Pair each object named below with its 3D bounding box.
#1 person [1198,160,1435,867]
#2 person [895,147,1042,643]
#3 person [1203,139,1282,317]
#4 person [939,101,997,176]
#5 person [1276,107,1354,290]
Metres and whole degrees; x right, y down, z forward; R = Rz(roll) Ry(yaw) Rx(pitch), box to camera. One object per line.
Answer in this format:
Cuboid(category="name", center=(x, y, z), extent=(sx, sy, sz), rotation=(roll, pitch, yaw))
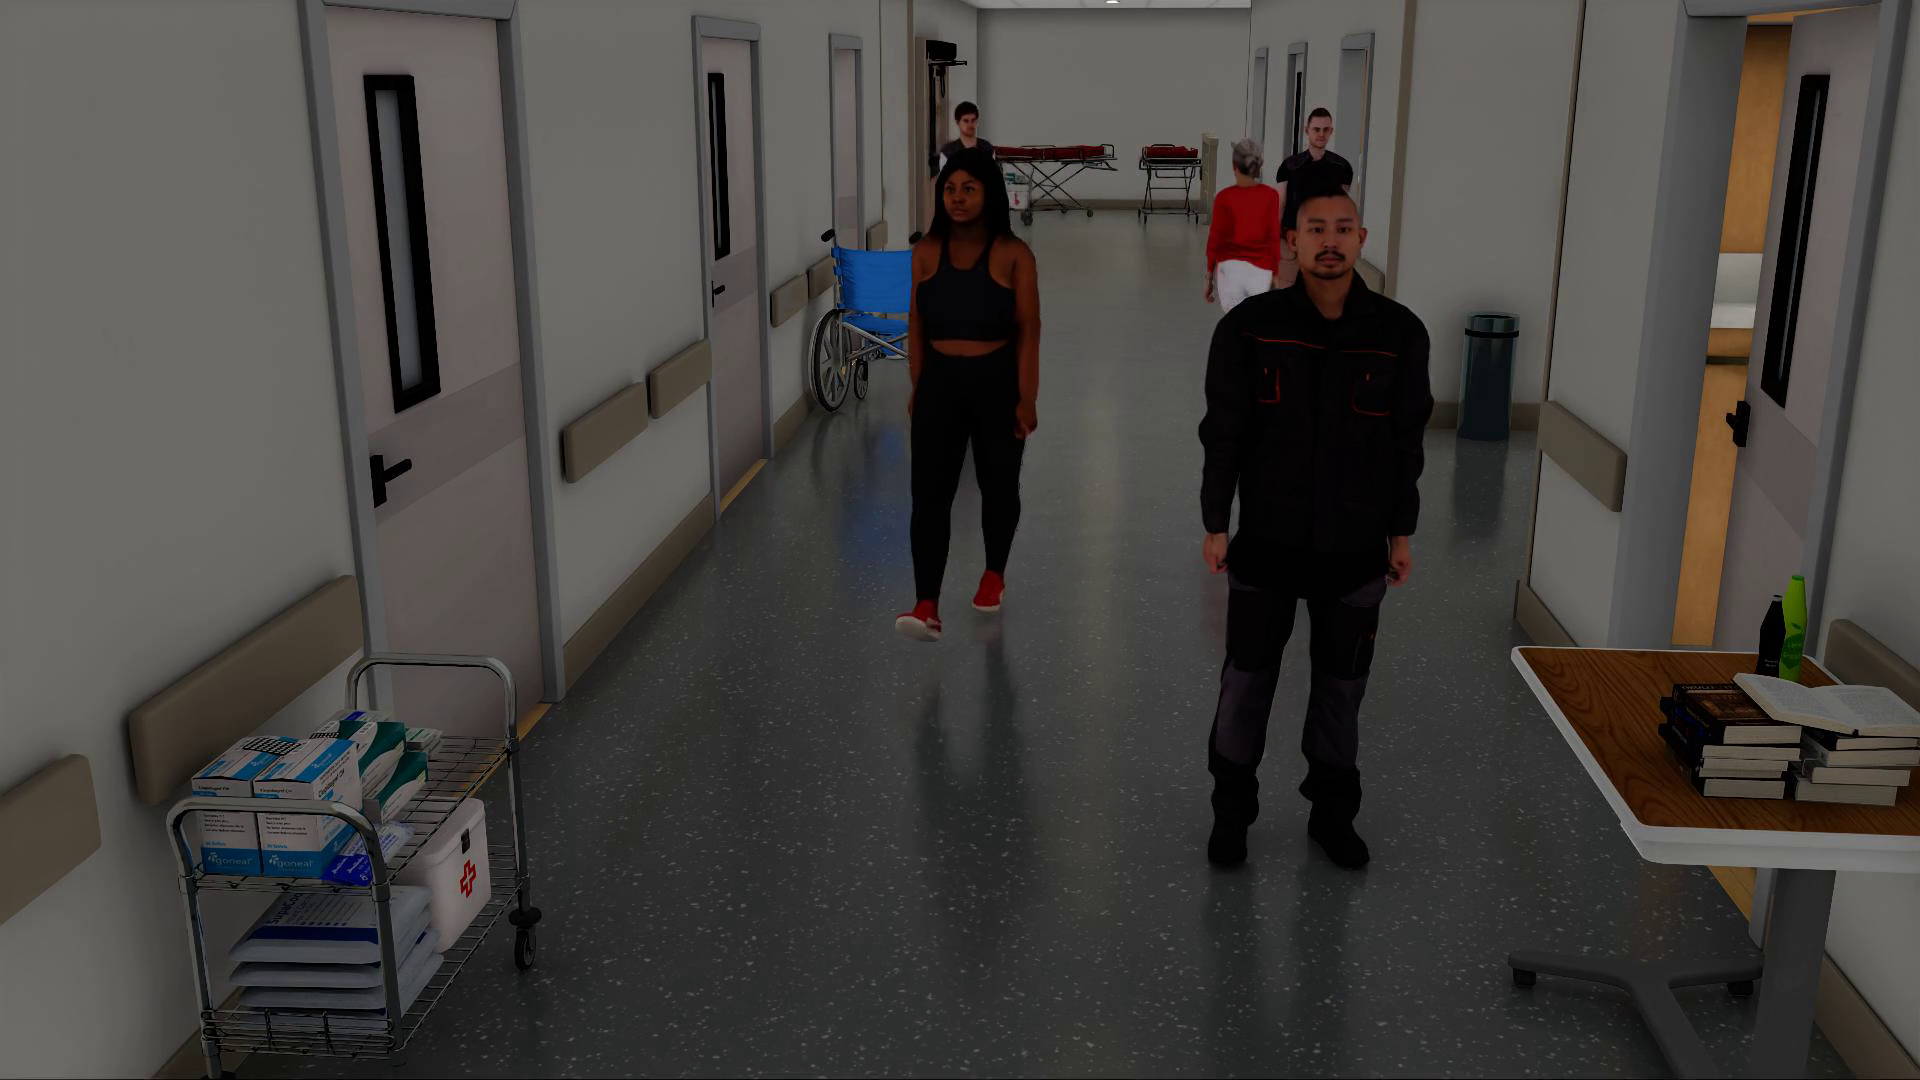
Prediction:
Cuboid(category="person", center=(0.916, -0.052, 4.385), extent=(0.765, 1.859, 0.600), rotation=(1, 16, 2))
Cuboid(category="person", center=(0.074, -0.538, 6.269), extent=(0.811, 1.771, 1.185), rotation=(4, 16, 13))
Cuboid(category="person", center=(1.696, -1.485, 9.813), extent=(0.643, 1.671, 0.901), rotation=(-1, 16, -2))
Cuboid(category="person", center=(0.047, -2.530, 13.220), extent=(0.870, 1.833, 0.977), rotation=(-6, 17, -21))
Cuboid(category="person", center=(2.422, -2.053, 11.516), extent=(0.664, 1.840, 0.571), rotation=(2, 16, 6))
